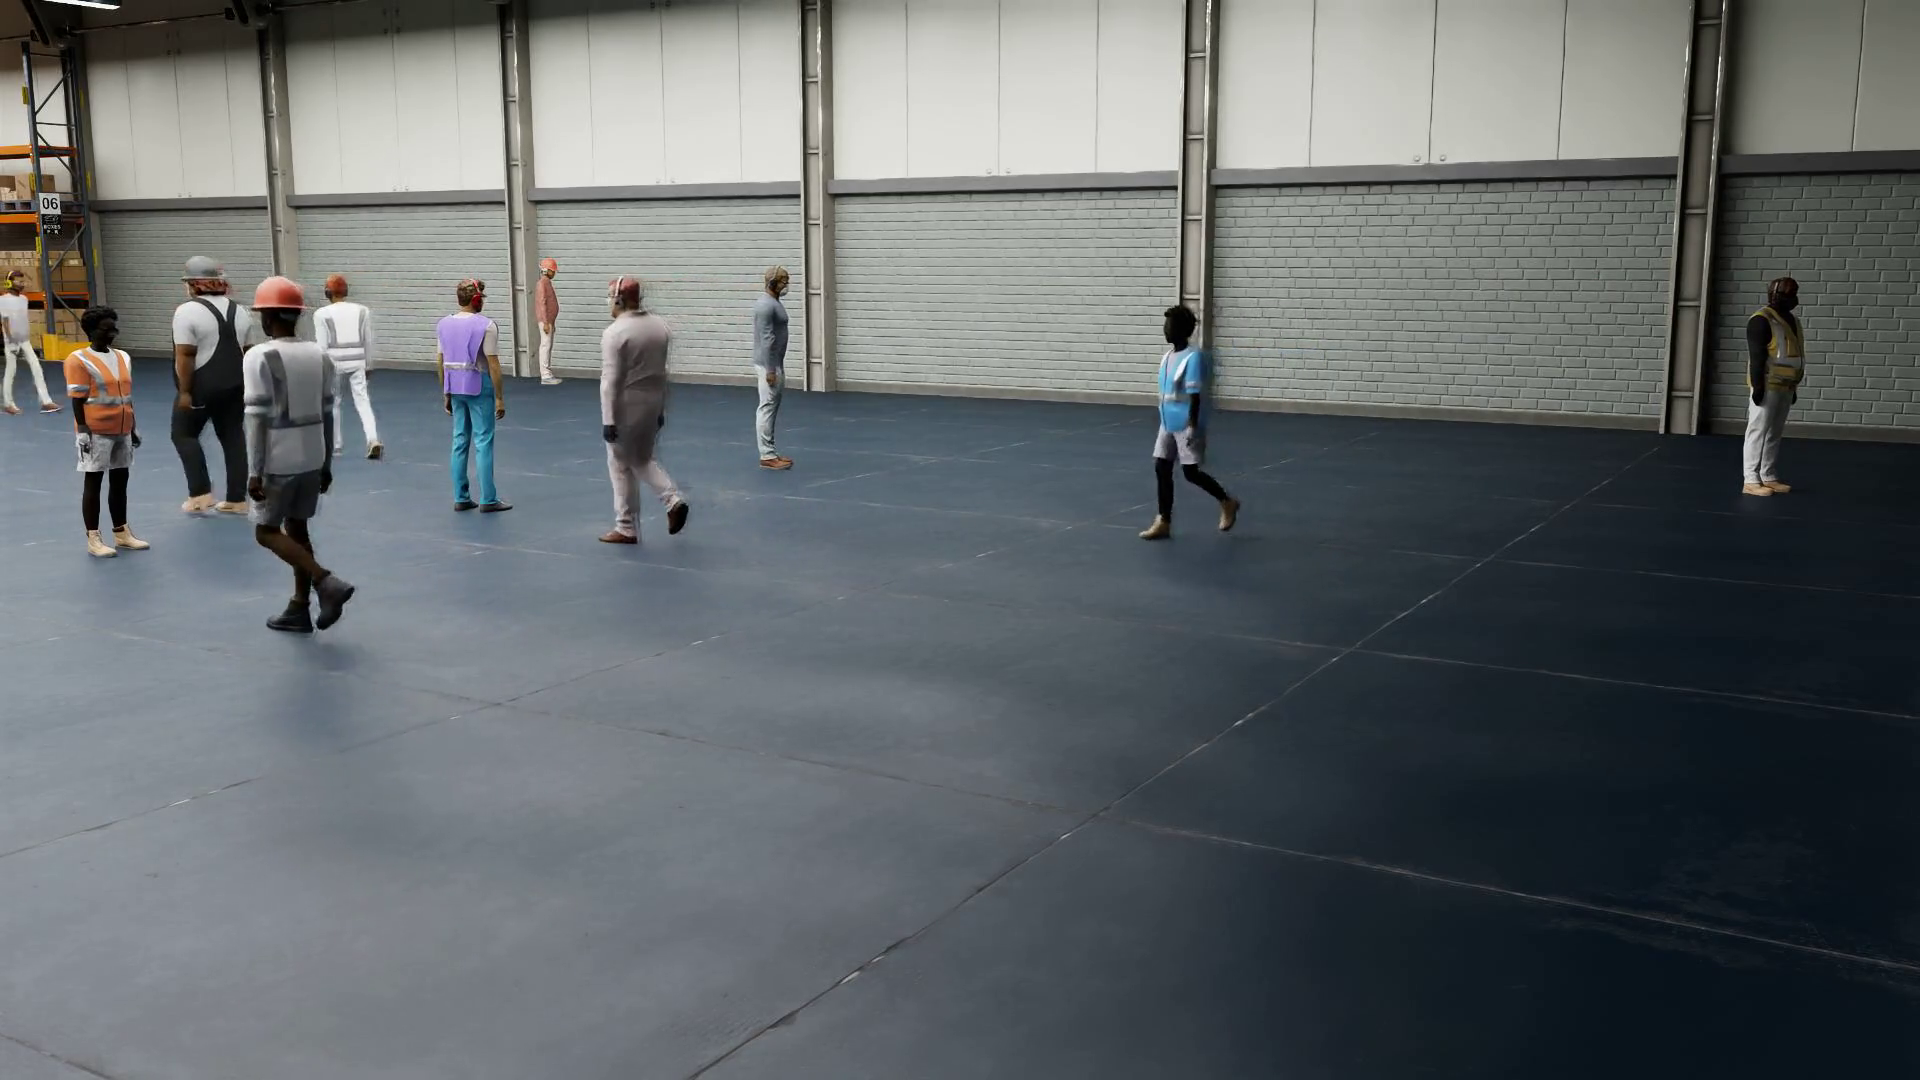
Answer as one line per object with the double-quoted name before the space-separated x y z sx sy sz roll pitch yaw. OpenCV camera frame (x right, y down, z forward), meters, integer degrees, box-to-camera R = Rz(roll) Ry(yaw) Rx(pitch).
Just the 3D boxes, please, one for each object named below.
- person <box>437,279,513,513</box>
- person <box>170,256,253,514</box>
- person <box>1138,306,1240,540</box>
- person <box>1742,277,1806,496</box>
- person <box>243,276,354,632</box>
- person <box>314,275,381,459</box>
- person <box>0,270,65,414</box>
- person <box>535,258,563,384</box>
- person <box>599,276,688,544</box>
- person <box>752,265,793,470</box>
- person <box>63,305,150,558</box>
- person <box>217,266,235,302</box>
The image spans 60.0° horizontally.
"person" -3.860 -1.132 13.137 0.570 1.843 0.373 4 11 23
"person" -5.893 -1.209 13.018 0.607 2.000 0.711 5 11 25
"person" 1.645 -0.829 11.844 0.671 1.677 0.533 -4 11 -24
"person" 6.928 -1.300 14.135 0.619 1.845 0.430 -7 12 -36
"person" -3.496 -0.426 8.789 0.601 1.917 0.556 4 11 24
"person" -6.123 -1.726 16.641 0.583 1.849 0.944 -8 12 -38
"person" -11.951 -2.506 21.246 0.900 1.827 0.520 3 10 17
"person" -6.515 -3.455 26.329 0.391 1.986 0.609 -1 10 -6
"person" -2.262 -0.900 11.654 0.545 1.886 0.660 5 11 27
"person" -1.785 -1.642 15.867 0.379 1.935 0.629 0 10 2
"person" -5.783 -0.738 11.266 0.318 1.698 0.534 3 10 16
"person" -12.564 -3.723 28.303 1.021 1.853 0.655 6 11 31
